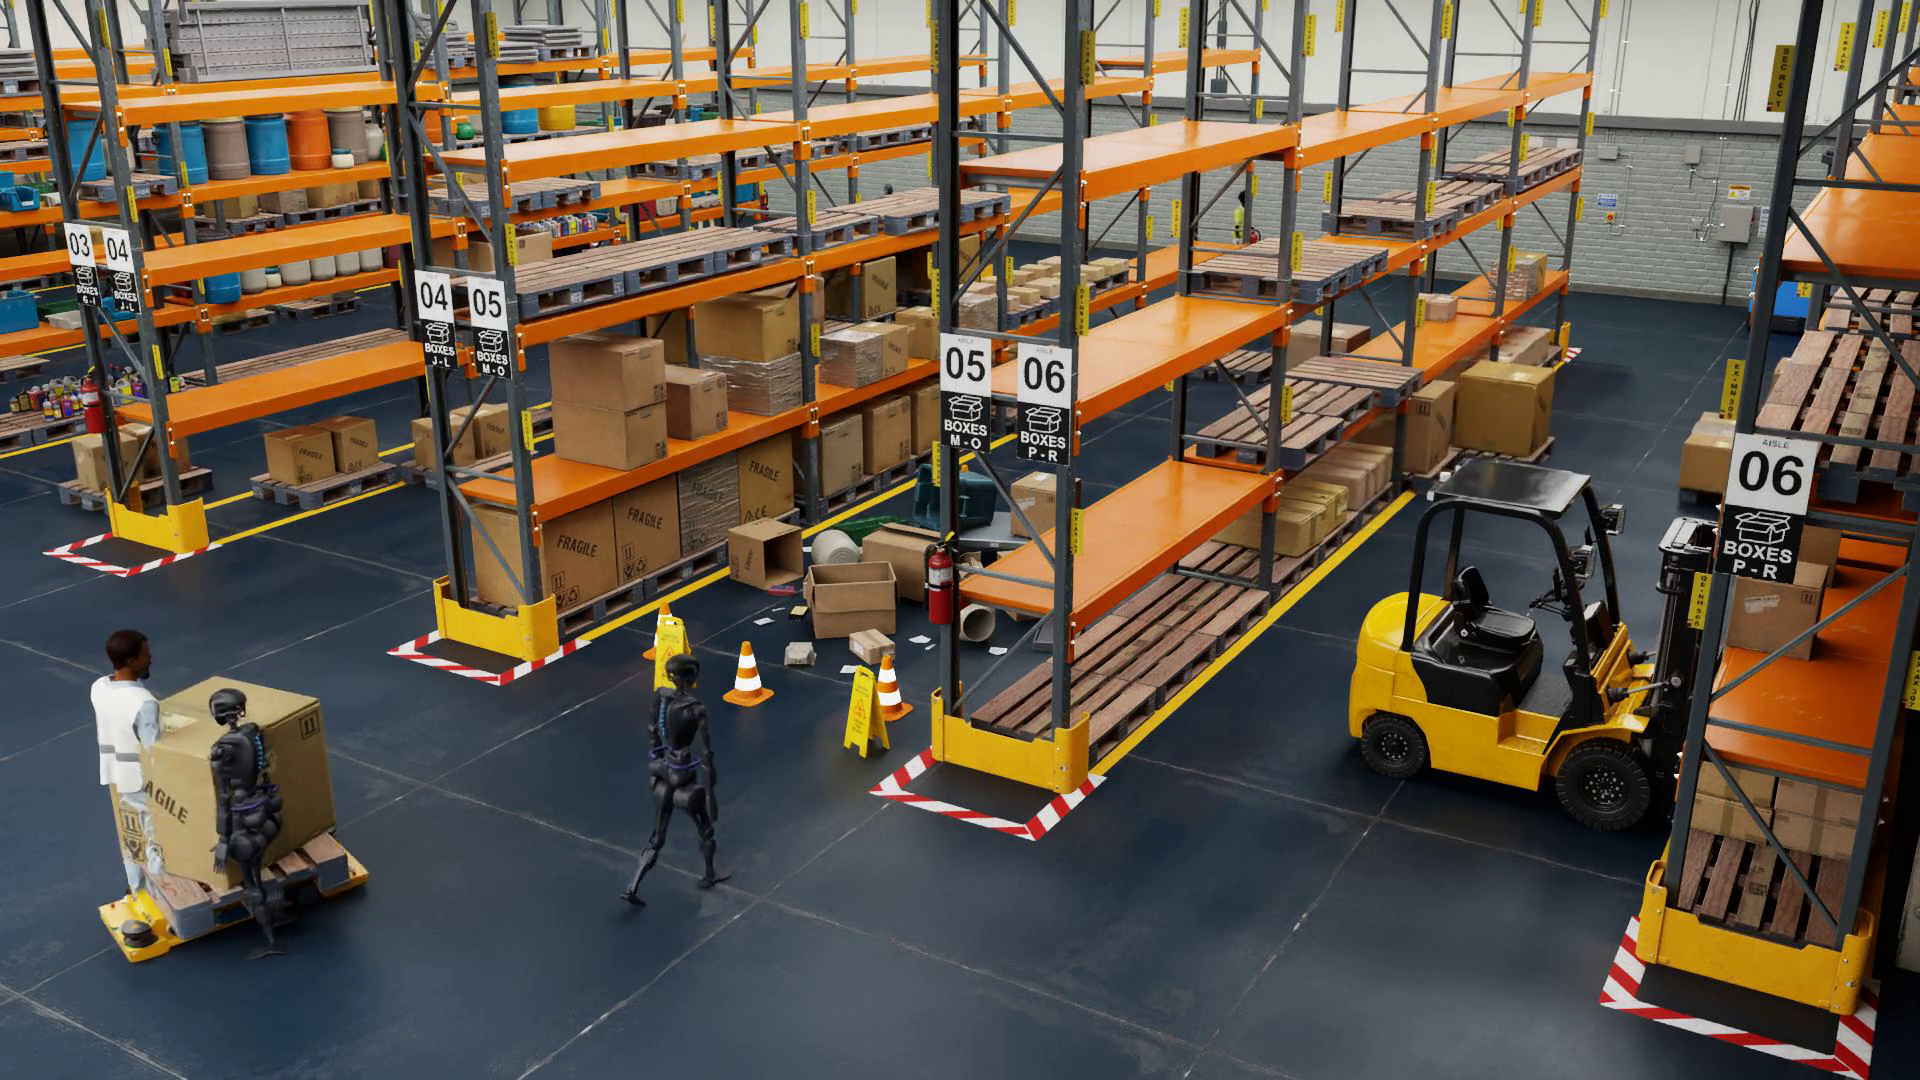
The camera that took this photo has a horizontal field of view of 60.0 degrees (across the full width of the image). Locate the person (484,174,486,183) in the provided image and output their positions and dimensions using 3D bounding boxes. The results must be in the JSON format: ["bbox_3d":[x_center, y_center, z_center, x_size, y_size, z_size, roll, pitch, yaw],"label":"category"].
[{"bbox_3d":[-10.289,-7.735,36.646,0.334,1.801,0.508,6,20,17],"label":"person"}]

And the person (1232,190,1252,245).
[{"bbox_3d":[5.167,-5.552,30.479,0.317,1.695,0.539,12,22,31],"label":"person"}]

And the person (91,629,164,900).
[{"bbox_3d":[-4.880,1.445,9.918,0.595,1.915,0.375,13,23,33],"label":"person"}]

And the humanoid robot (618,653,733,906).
[{"bbox_3d":[-1.779,1.491,10.257,0.611,1.647,0.789,16,25,38],"label":"humanoid robot"}]

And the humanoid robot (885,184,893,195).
[{"bbox_3d":[-1.345,-5.917,31.582,0.598,1.636,0.642,-10,21,-26],"label":"humanoid robot"}]

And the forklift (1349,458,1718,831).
[{"bbox_3d":[3.988,0.658,11.776,2.313,2.155,1.214,11,22,29],"label":"forklift"}]

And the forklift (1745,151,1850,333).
[{"bbox_3d":[13.620,-4.667,26.137,1.873,2.768,1.129,11,22,29],"label":"forklift"}]

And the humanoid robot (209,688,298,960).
[{"bbox_3d":[-4.150,1.654,9.681,0.343,1.649,0.620,1,19,4],"label":"humanoid robot"}]

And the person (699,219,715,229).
[{"bbox_3d":[-5.321,-7.007,34.705,0.488,1.688,0.350,-6,20,-17],"label":"person"}]

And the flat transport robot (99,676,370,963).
[{"bbox_3d":[-4.516,2.163,10.361,1.431,0.231,0.659,-16,24,-38],"label":"flat transport robot"}]
